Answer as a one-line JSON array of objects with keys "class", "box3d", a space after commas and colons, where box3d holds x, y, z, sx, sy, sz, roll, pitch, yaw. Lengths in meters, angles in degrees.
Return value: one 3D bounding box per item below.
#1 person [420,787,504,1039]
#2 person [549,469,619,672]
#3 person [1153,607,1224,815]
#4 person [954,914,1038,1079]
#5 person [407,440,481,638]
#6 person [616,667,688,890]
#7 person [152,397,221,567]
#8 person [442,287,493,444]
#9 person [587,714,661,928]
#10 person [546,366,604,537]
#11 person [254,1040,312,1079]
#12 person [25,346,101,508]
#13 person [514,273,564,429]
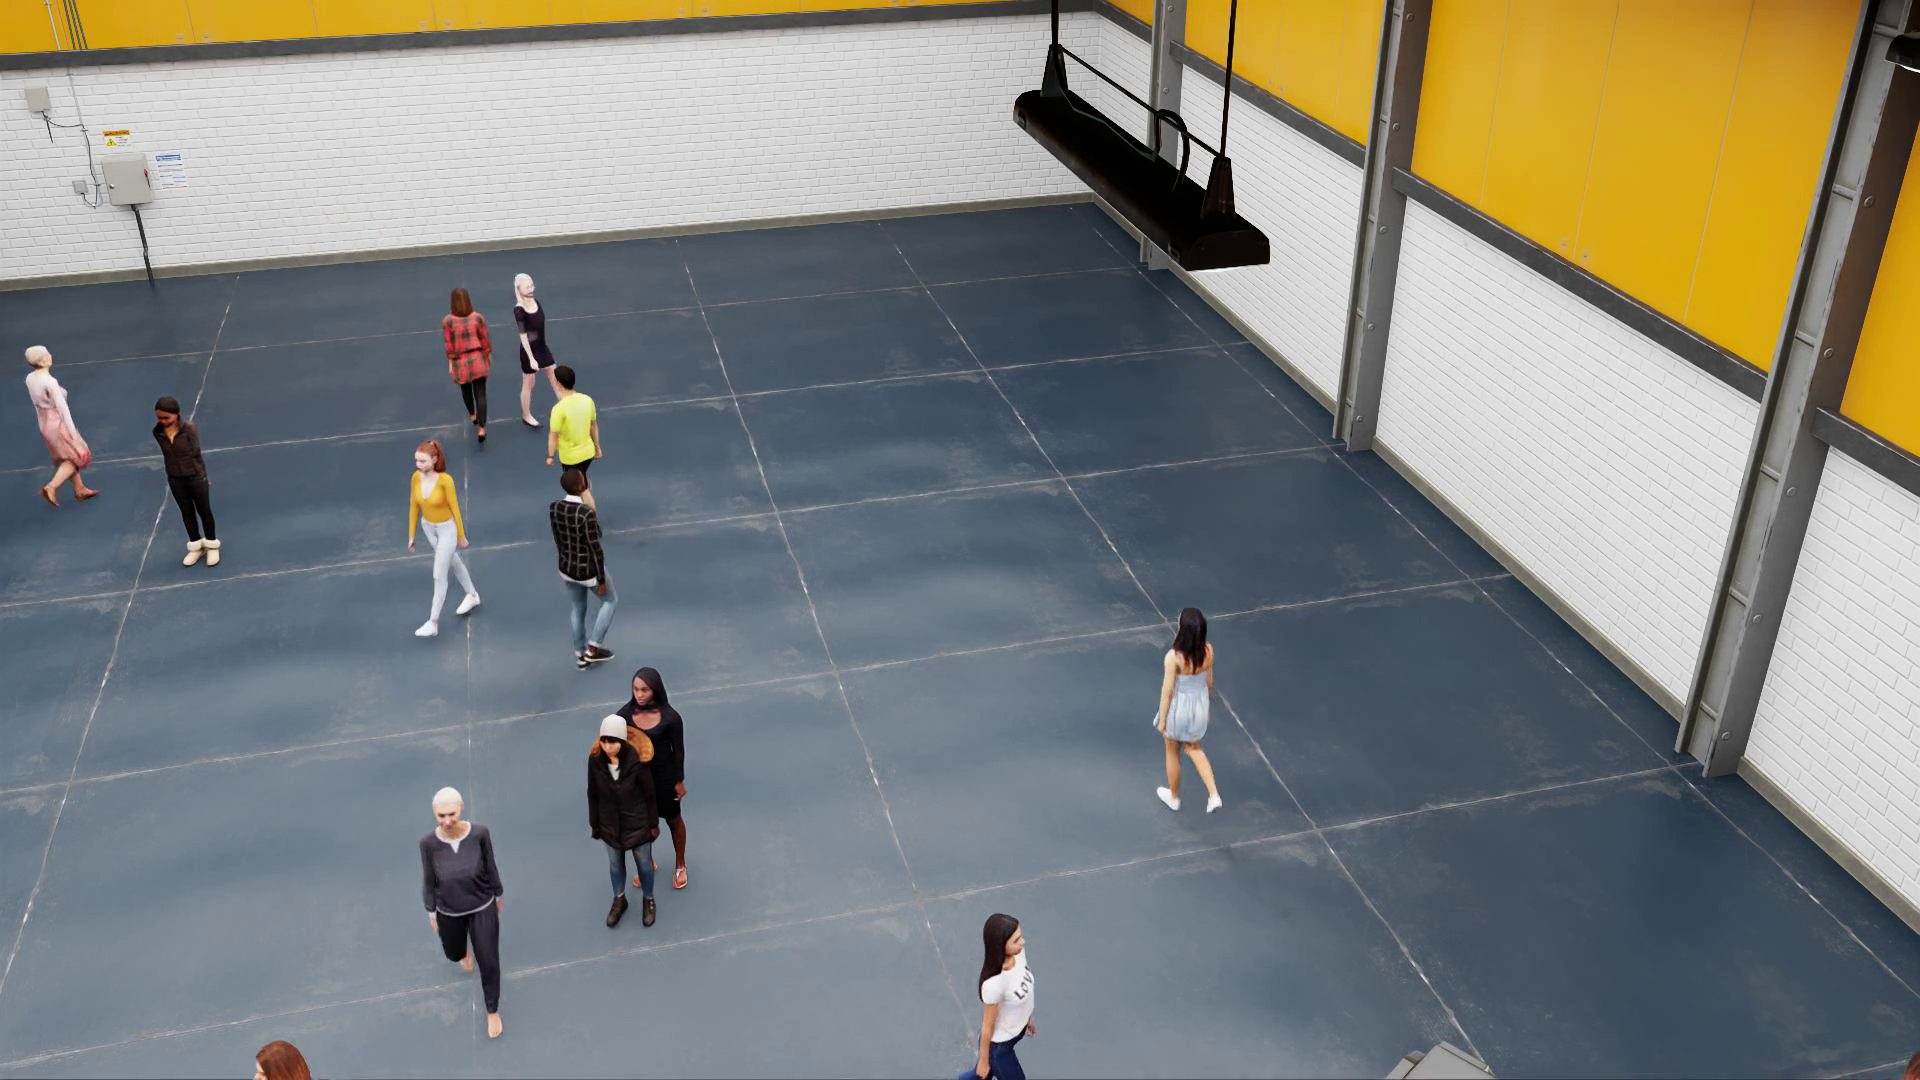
[{"class": "person", "box3d": [-3.068, 2.200, 10.287, 0.640, 1.706, 0.982, -9, 30, -16]}, {"class": "person", "box3d": [-3.168, 0.294, 13.675, 0.812, 1.810, 0.863, 14, 32, 24]}, {"class": "person", "box3d": [1.668, 1.293, 11.942, 0.720, 1.716, 0.939, -15, 32, -25]}, {"class": "person", "box3d": [0.135, 2.767, 9.216, 1.075, 1.738, 1.160, 8, 30, 15]}, {"class": "person", "box3d": [-4.452, -0.081, 14.467, 1.019, 1.709, 1.160, 11, 30, 19]}, {"class": "person", "box3d": [-2.083, 1.620, 11.336, 0.675, 1.721, 0.629, 3, 29, 5]}, {"class": "person", "box3d": [-7.173, -0.587, 15.445, 0.650, 1.660, 0.603, -7, 29, -13]}, {"class": "person", "box3d": [-5.209, -1.826, 17.716, 0.627, 1.661, 1.089, -7, 29, -13]}, {"class": "person", "box3d": [-2.215, 1.848, 11.010, 0.702, 1.634, 0.697, 1, 29, 2]}, {"class": "person", "box3d": [-3.594, -0.816, 15.844, 1.037, 1.680, 0.943, 19, 34, 30]}, {"class": "person", "box3d": [-3.229, 3.182, 8.503, 0.826, 1.692, 0.959, -16, 33, -27]}, {"class": "person", "box3d": [-8.912, -1.074, 16.318, 0.890, 1.679, 0.940, 17, 33, 28]}, {"class": "person", "box3d": [-4.668, -1.994, 17.879, 0.995, 1.800, 1.049, 7, 29, 13]}]
